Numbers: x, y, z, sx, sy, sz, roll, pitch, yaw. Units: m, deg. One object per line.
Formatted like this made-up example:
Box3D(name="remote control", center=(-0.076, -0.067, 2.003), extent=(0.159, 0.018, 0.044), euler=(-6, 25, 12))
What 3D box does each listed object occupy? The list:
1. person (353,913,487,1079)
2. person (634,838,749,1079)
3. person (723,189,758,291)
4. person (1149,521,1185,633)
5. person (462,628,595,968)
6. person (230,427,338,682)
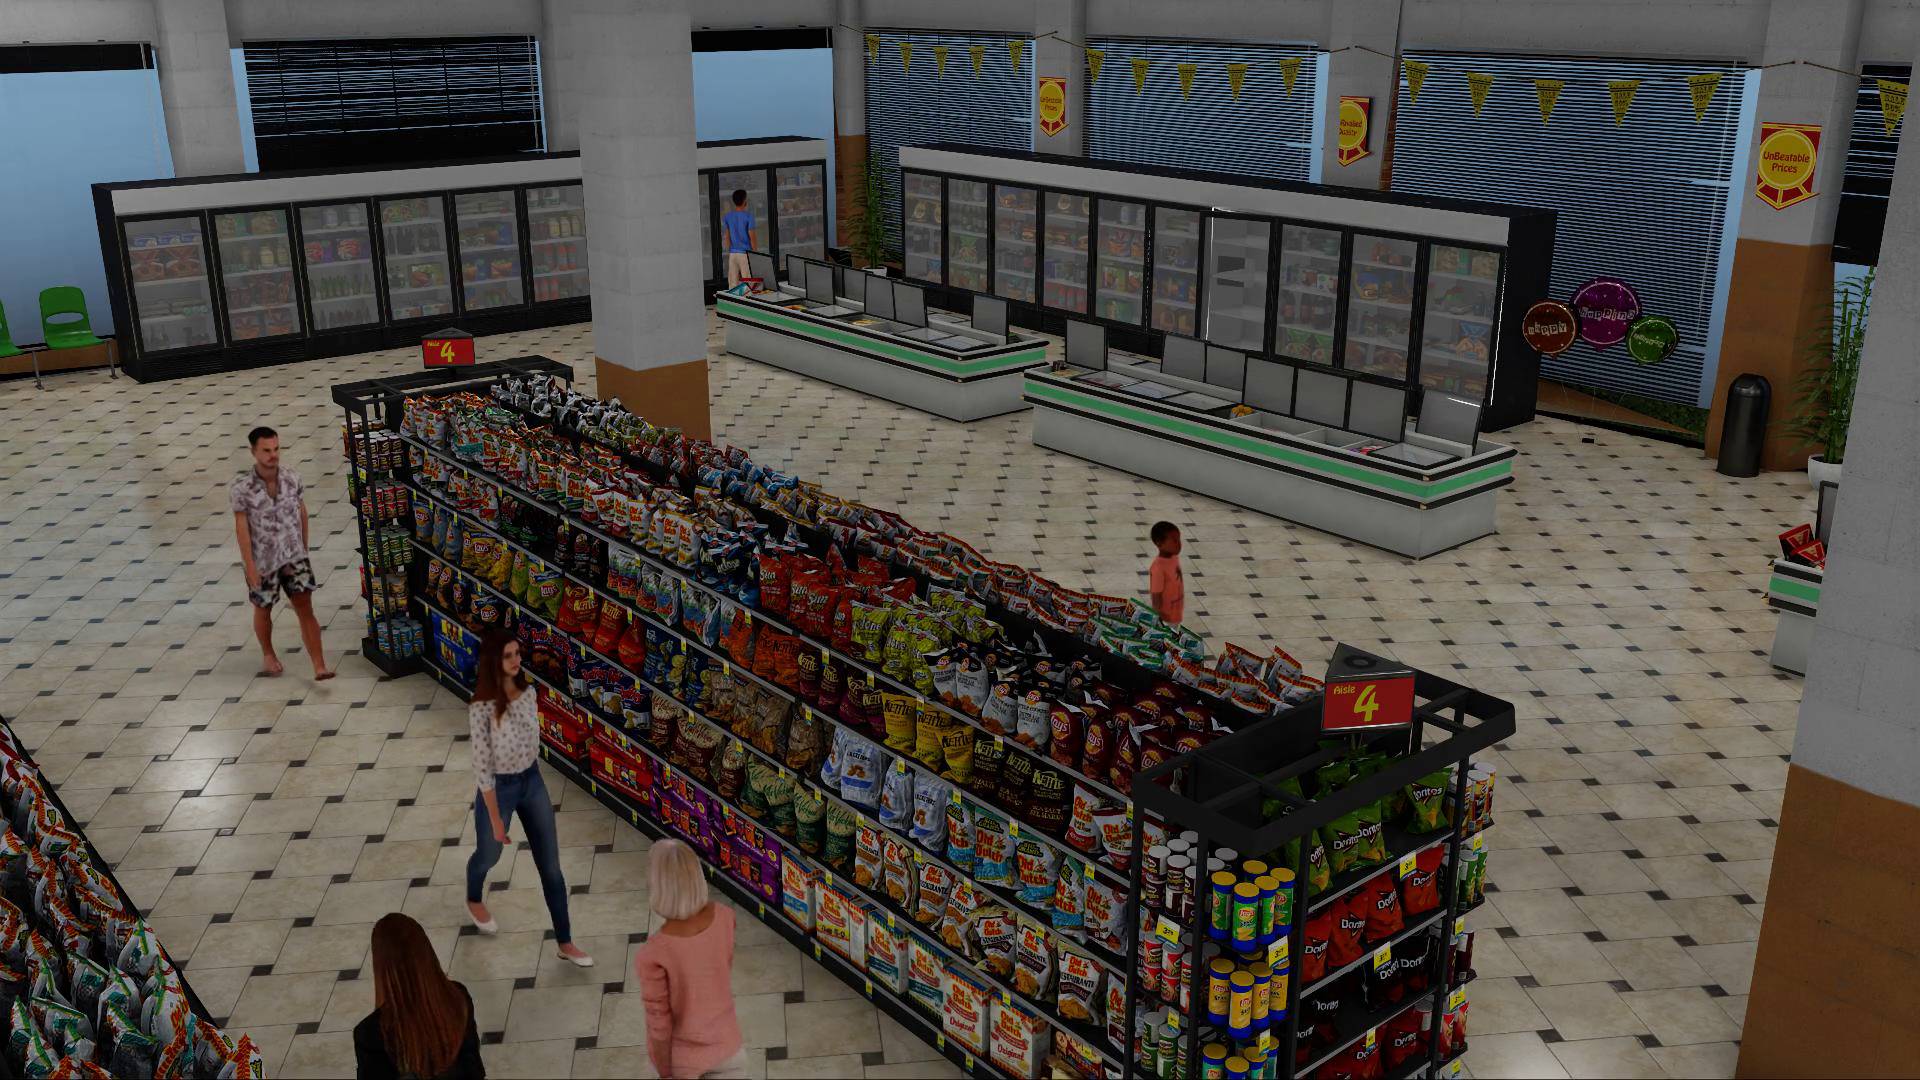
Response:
Box3D(name="person", center=(-1.776, 2.078, 5.678), extent=(0.642, 1.686, 0.800), euler=(-18, 25, -42))
Box3D(name="person", center=(-0.917, 1.922, 6.149), extent=(0.638, 1.681, 1.148), euler=(-17, 25, -40))
Box3D(name="person", center=(-3.065, -3.986, 23.384), extent=(0.674, 1.863, 0.800), euler=(7, 20, 21))
Box3D(name="person", center=(1.318, 0.493, 10.968), extent=(0.603, 1.311, 0.583), euler=(10, 21, 28))
Box3D(name="person", center=(-2.264, 1.247, 8.136), extent=(1.163, 1.689, 0.666), euler=(16, 25, 40))
Box3D(name="person", center=(-4.741, 0.102, 11.396), extent=(0.669, 1.778, 1.087), euler=(-15, 24, -37))
